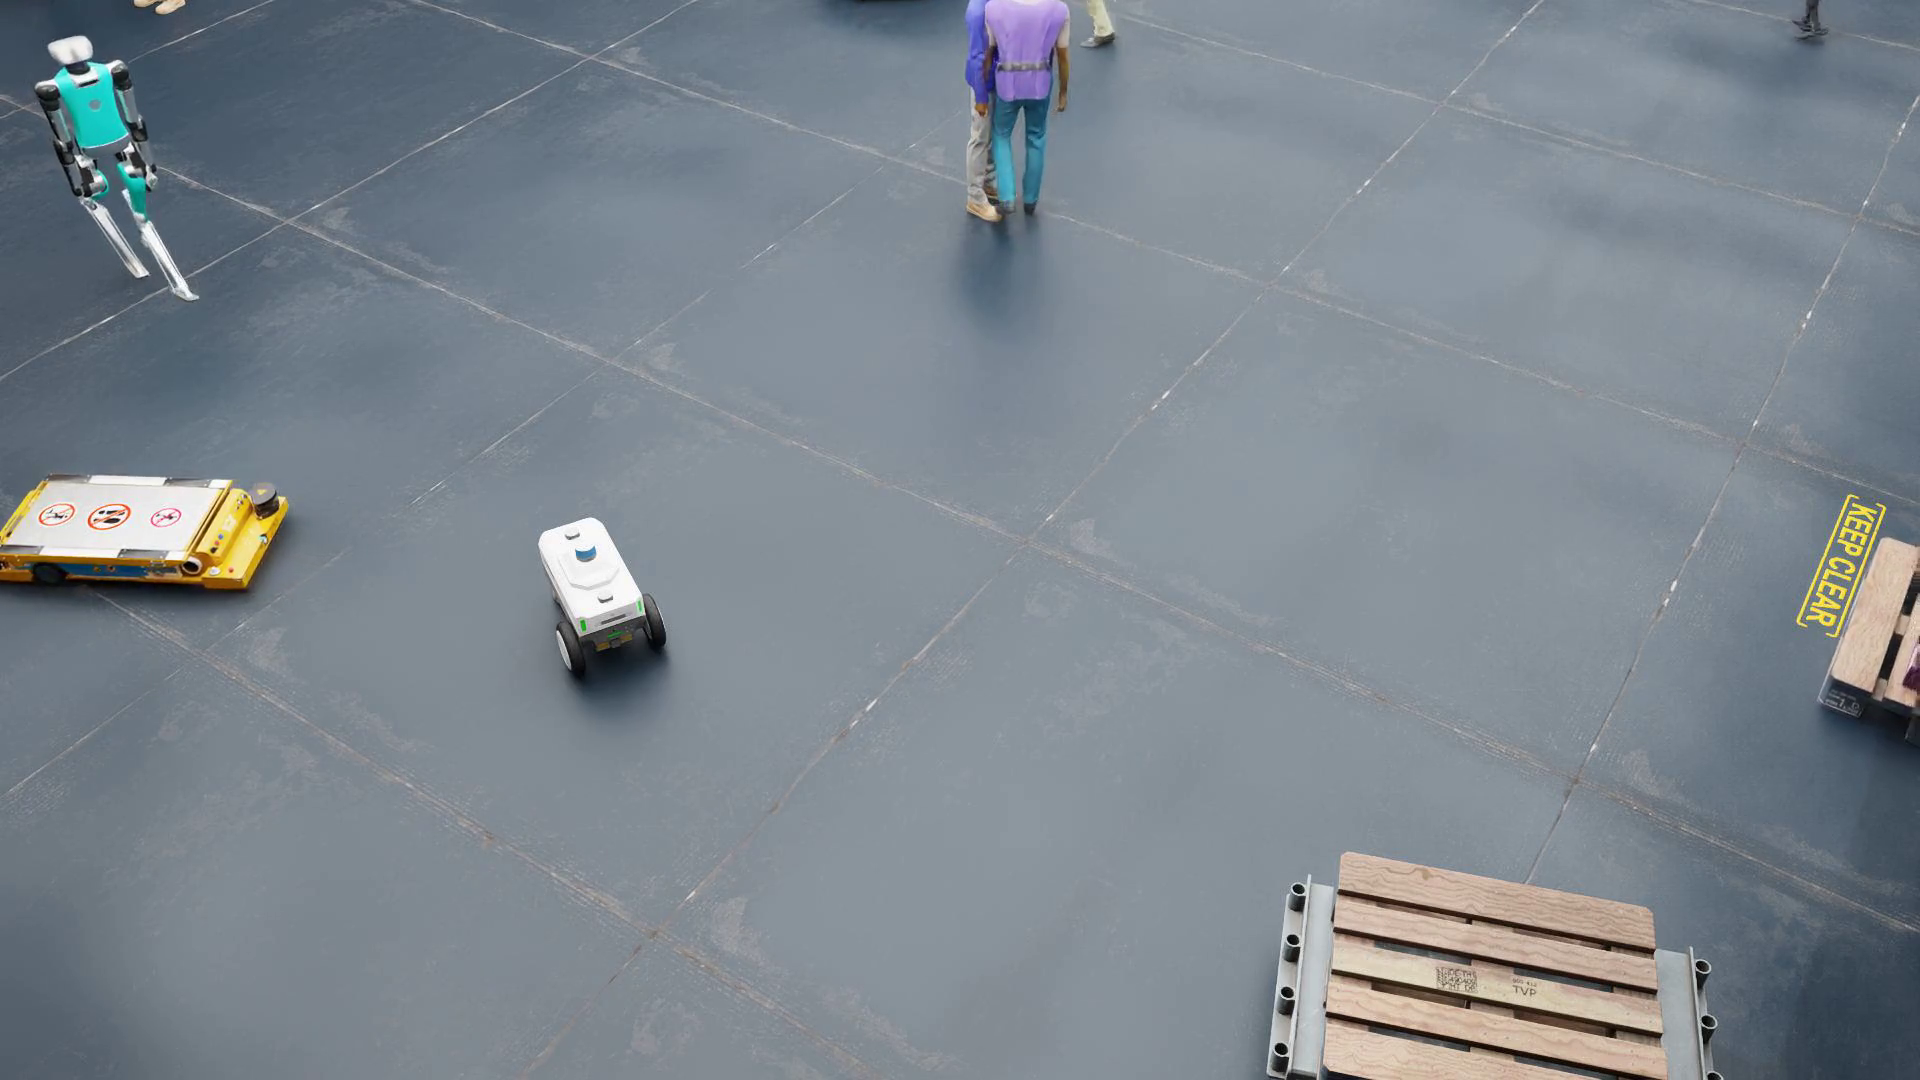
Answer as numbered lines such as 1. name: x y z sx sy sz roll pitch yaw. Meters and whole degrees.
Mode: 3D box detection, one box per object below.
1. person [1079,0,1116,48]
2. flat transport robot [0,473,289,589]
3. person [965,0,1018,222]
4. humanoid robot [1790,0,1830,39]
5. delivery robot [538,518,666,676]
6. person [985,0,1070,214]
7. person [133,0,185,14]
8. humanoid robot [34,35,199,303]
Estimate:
1. person: 0.863 -4.780 12.989 0.864 1.800 0.585 7 42 7
2. flat transport robot: -4.398 -0.046 8.831 1.431 0.231 0.659 2 42 2
3. person: 0.215 -3.022 10.960 0.342 1.874 0.458 17 45 18
4. humanoid robot: 6.958 -4.774 13.089 0.619 1.640 0.542 -12 43 -13
5. delivery robot: -1.828 0.239 8.287 0.499 0.581 0.774 -19 45 -20
6. person: 0.422 -2.961 10.920 0.595 1.824 0.453 -2 42 -3
7. person: -6.699 -5.131 13.411 0.476 1.746 0.318 25 47 25
8. humanoid robot: -5.286 -2.304 10.275 0.540 1.793 0.843 -31 50 -30
